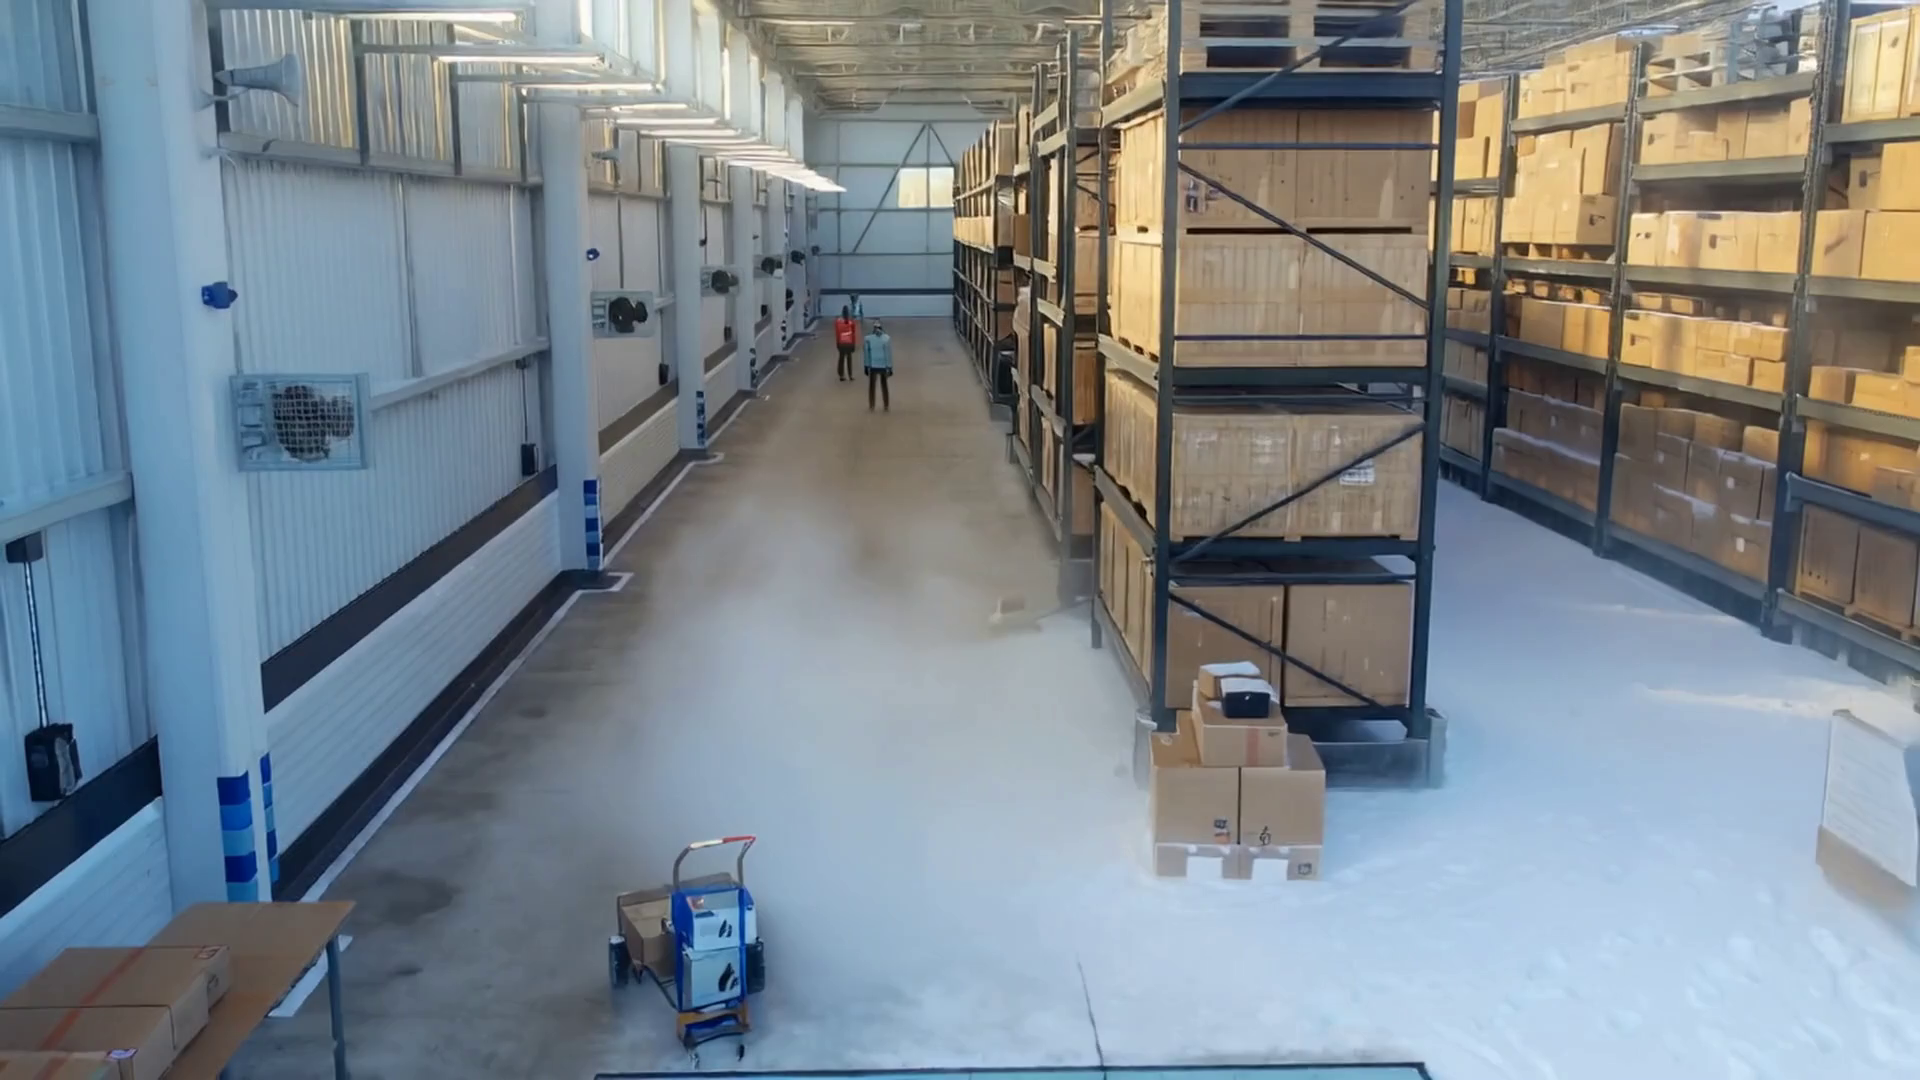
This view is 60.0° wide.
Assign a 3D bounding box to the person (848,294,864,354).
[{"bbox_3d":[-3.199,-6.636,51.091,0.563,1.837,0.389,7,13,31],"label":"person"}]

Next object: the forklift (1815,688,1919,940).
[{"bbox_3d":[5.913,0.864,9.352,1.129,2.768,1.873,0,11,-2],"label":"forklift"}]

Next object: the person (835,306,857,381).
[{"bbox_3d":[-2.919,-5.015,42.478,0.586,1.913,0.397,-8,13,-35],"label":"person"}]

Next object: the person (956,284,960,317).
[{"bbox_3d":[-0.068,-8.752,62.415,0.474,1.713,0.522,-3,11,-14],"label":"person"}]

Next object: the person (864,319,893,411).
[{"bbox_3d":[-1.744,-3.741,35.653,0.621,1.986,0.411,-2,11,-8],"label":"person"}]
